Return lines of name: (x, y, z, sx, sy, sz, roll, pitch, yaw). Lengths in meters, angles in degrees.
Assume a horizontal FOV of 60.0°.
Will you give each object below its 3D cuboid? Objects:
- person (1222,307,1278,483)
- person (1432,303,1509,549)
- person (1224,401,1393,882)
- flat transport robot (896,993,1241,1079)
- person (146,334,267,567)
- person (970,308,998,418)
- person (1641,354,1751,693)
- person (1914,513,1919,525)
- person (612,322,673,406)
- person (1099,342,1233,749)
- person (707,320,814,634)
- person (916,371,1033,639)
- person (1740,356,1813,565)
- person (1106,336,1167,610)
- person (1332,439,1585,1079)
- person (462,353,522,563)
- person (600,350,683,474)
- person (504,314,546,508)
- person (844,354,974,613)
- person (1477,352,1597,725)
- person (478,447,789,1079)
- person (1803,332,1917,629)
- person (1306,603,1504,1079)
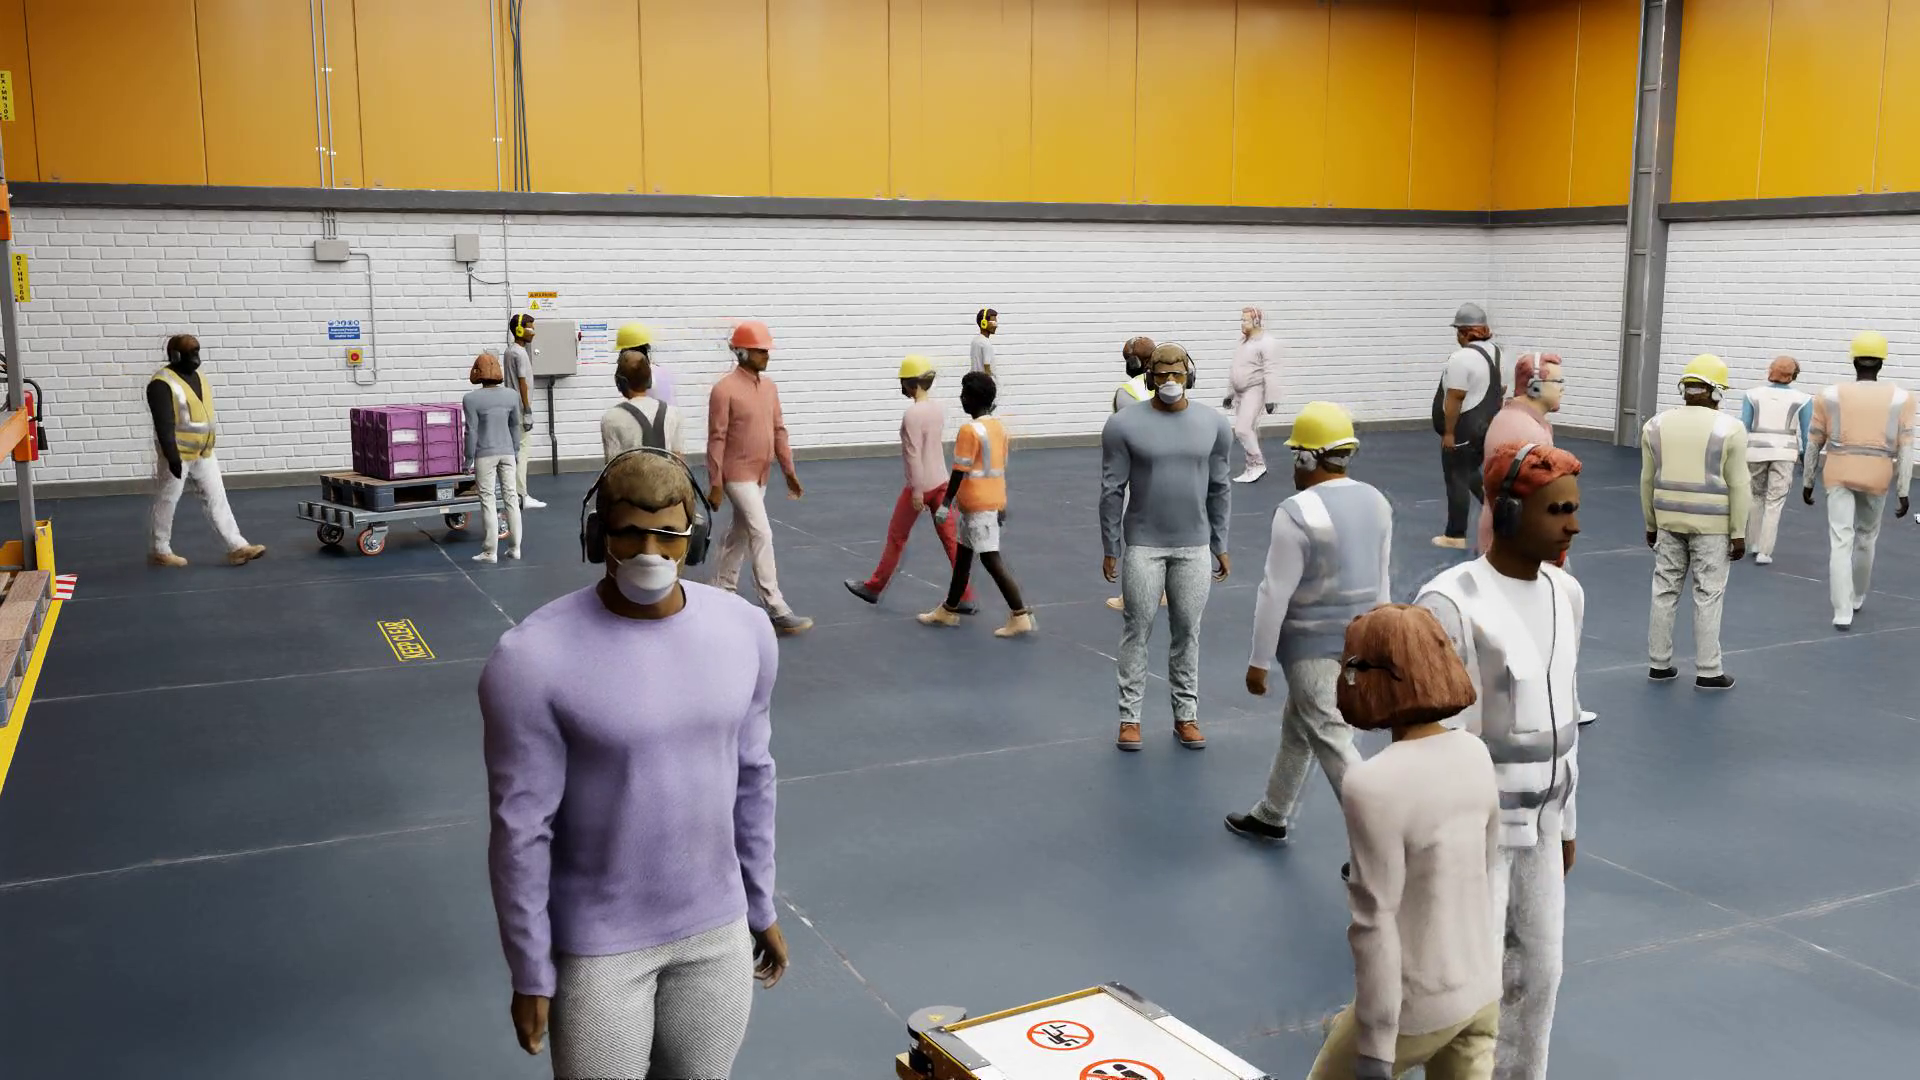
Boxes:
person: (3.078, -1.543, 17.830, 0.448, 1.891, 0.648, -3, 10, -17)
person: (4.158, -0.934, 13.577, 0.688, 2.000, 0.627, -8, 12, -42)
person: (1.368, 0.375, 6.248, 0.607, 1.792, 0.915, -8, 12, -40)
flat transport robot: (0.460, 1.467, 4.155, 0.652, 0.197, 1.431, -5, 11, -30)
person: (-5.823, -0.660, 12.645, 0.963, 1.788, 0.649, 2, 9, 14)
person: (0.276, -1.601, 18.249, 0.312, 1.869, 0.538, -3, 10, -17)
person: (3.988, -0.091, 9.013, 0.404, 1.827, 0.586, -8, 12, -39)
person: (8.652, -0.925, 14.084, 0.643, 1.855, 0.954, -2, 9, -12)
person: (-2.282, -0.623, 12.065, 0.428, 1.901, 0.617, 1, 9, 7)
person: (0.977, 0.034, 7.890, 0.638, 1.938, 0.356, -1, 9, -5)
person: (-1.223, -0.392, 10.447, 0.925, 1.951, 0.626, 4, 10, 23)
person: (0.112, -0.216, 10.326, 0.842, 1.652, 0.537, 3, 10, 19)
person: (6.381, -0.630, 13.001, 0.531, 1.607, 0.744, 7, 12, 38)
person: (1.212, -0.439, 11.148, 0.429, 1.838, 0.621, 8, 12, 41)
person: (1.277, 0.682, 4.065, 0.602, 1.870, 0.639, -6, 11, -35)
person: (-3.653, -0.637, 12.991, 0.278, 1.634, 0.498, 8, 12, 41)
person: (-1.777, -0.162, 9.469, 0.510, 1.830, 0.548, -9, 12, -43)
person: (-4.224, -1.241, 16.027, 0.313, 1.865, 0.528, -5, 10, -28)
person: (-0.307, -0.372, 11.077, 0.959, 1.709, 0.532, 5, 10, 29)
person: (2.798, 0.040, 8.058, 0.845, 1.879, 0.661, 3, 10, 15)
person: (-0.612, 0.778, 3.280, 0.630, 1.936, 0.366, -8, 12, -40)
person: (5.796, -0.398, 10.763, 0.610, 1.870, 0.978, 4, 10, 25)
person: (0.923, 0.933, 3.356, 0.514, 1.599, 0.523, -8, 12, -41)
